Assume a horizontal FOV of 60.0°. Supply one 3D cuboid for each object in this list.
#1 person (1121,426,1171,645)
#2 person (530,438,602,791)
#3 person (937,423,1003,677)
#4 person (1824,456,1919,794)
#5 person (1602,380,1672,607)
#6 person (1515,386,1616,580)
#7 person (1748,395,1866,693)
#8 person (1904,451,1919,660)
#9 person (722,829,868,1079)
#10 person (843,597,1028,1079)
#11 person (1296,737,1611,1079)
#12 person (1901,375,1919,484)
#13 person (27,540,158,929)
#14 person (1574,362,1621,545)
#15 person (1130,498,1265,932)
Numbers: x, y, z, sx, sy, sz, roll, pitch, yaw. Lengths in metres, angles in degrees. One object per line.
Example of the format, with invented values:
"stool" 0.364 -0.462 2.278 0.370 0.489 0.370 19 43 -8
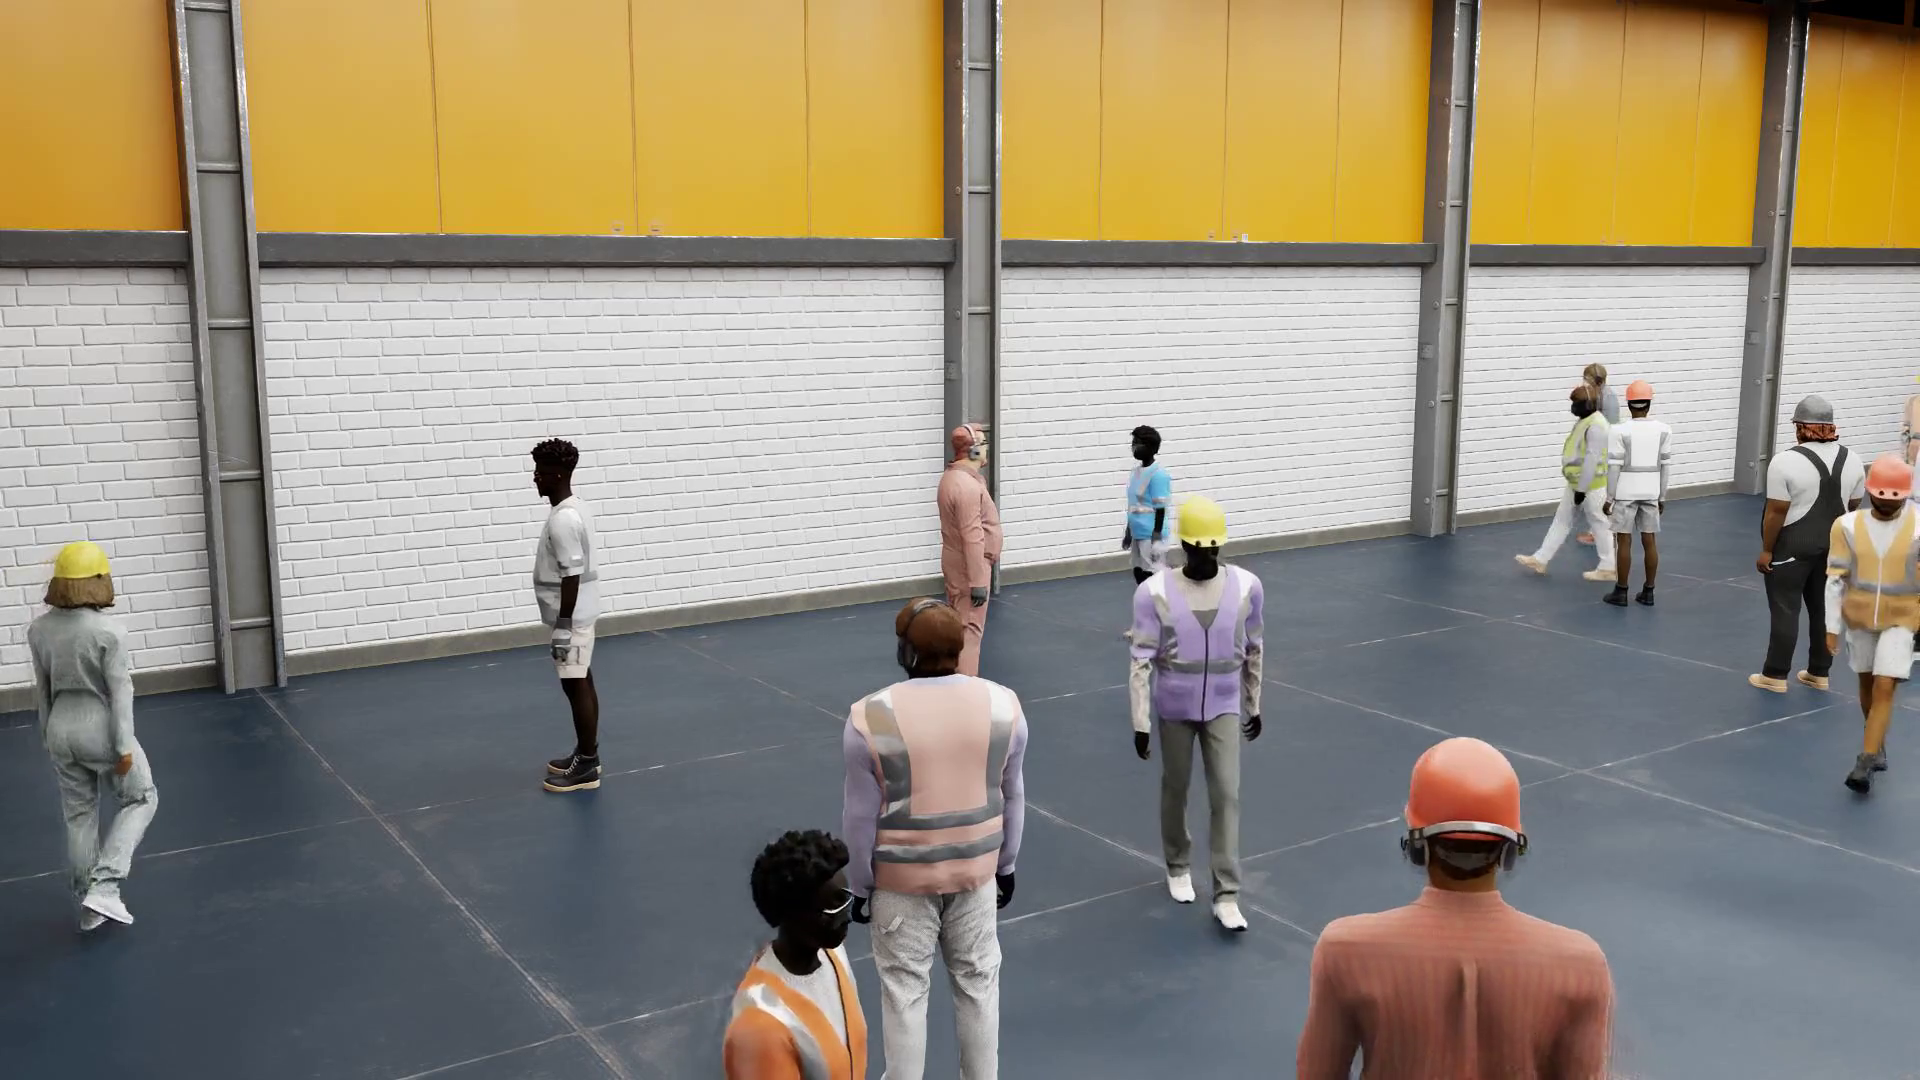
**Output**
"person" 1.433 -0.031 12.785 0.345 1.684 0.565 -2 10 -14
"person" -2.182 0.410 9.257 0.367 1.964 0.609 -1 9 -6
"person" 0.074 0.207 10.650 0.409 1.913 0.642 -2 10 -11
"person" 5.148 0.450 9.308 0.575 1.863 1.047 7 12 38
"person" 5.755 -0.394 14.201 0.547 1.934 0.376 -1 9 -3
"person" 5.655 -0.517 15.357 0.934 1.792 0.644 1 10 8
"person" 5.743 0.020 11.384 0.684 2.000 0.538 -2 10 -11
"person" 7.177 -0.059 12.272 0.402 1.910 0.599 3 10 16
"person" -0.283 1.468 3.756 0.685 1.666 0.546 3 10 17
"person" -0.095 1.096 5.505 0.626 1.843 0.429 -3 10 -19
"person" 1.012 1.375 3.515 0.624 1.948 1.032 1 9 7
"person" 9.839 -0.836 16.897 0.384 1.924 0.589 -6 11 -32
"person" -3.789 0.861 7.266 0.488 1.733 0.369 1 10 8
"person" 6.715 -0.907 17.403 0.465 1.909 0.721 3 10 17
"person" 1.068 0.762 7.332 0.626 1.890 0.879 -1 9 -3
